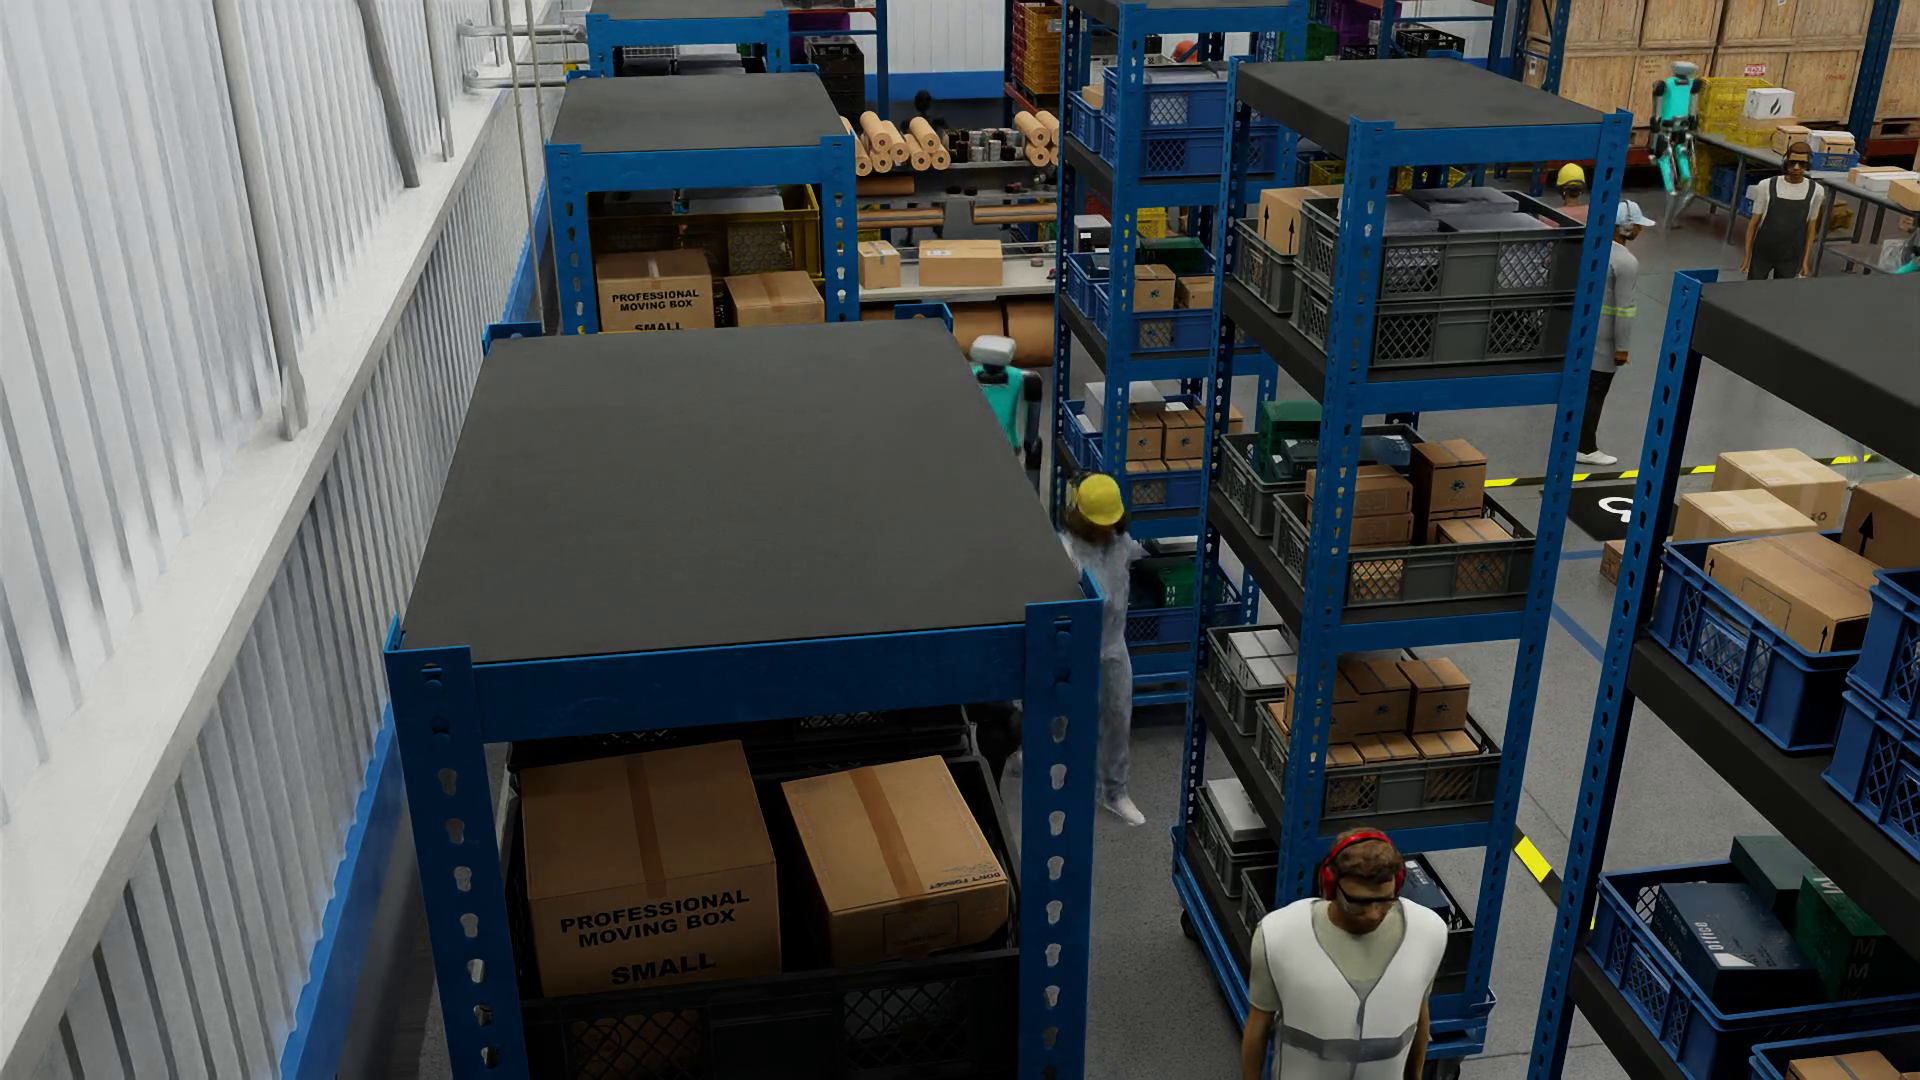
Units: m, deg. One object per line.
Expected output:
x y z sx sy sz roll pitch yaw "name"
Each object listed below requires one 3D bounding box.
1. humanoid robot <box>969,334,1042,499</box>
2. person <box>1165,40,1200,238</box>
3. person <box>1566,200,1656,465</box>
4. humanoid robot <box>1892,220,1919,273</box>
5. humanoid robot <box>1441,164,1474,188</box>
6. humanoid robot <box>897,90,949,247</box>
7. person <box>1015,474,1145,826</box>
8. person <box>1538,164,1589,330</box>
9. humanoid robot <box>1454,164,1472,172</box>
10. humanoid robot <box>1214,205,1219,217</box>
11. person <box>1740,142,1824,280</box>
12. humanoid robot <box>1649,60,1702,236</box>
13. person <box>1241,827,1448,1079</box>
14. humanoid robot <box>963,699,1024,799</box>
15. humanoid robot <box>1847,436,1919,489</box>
0.131 -0.128 8.830 0.541 1.760 0.968 4 25 8 "humanoid robot"
2.282 -4.103 17.118 0.606 2.033 0.405 -16 29 -30 "person"
4.472 -1.438 11.530 0.391 1.849 0.596 -5 25 -12 "person"
8.162 -2.506 13.913 0.542 1.734 0.676 0 25 1 "humanoid robot"
4.961 -3.729 16.764 0.596 1.654 0.689 -4 25 -9 "humanoid robot"
-0.368 -3.675 16.651 0.612 1.626 0.712 -11 27 -23 "humanoid robot"
0.558 0.453 7.566 0.476 1.707 0.712 -16 29 -31 "person"
4.651 -2.033 12.932 0.524 1.761 0.334 -9 26 -20 "person"
5.076 -3.986 17.266 0.591 1.650 0.328 -2 25 -4 "humanoid robot"
2.842 -4.363 18.101 0.613 1.643 0.555 15 29 29 "humanoid robot"
6.544 -2.263 13.331 0.503 1.846 0.345 8 26 16 "person"
7.540 -4.018 17.376 0.547 1.841 0.810 -5 25 -11 "humanoid robot"
1.096 1.615 4.904 0.568 1.840 0.378 -3 25 -6 "person"
0.050 0.711 7.074 0.605 1.643 0.528 -3 25 -5 "humanoid robot"
6.159 -1.019 10.797 1.060 1.737 0.554 -11 27 -23 "humanoid robot"
